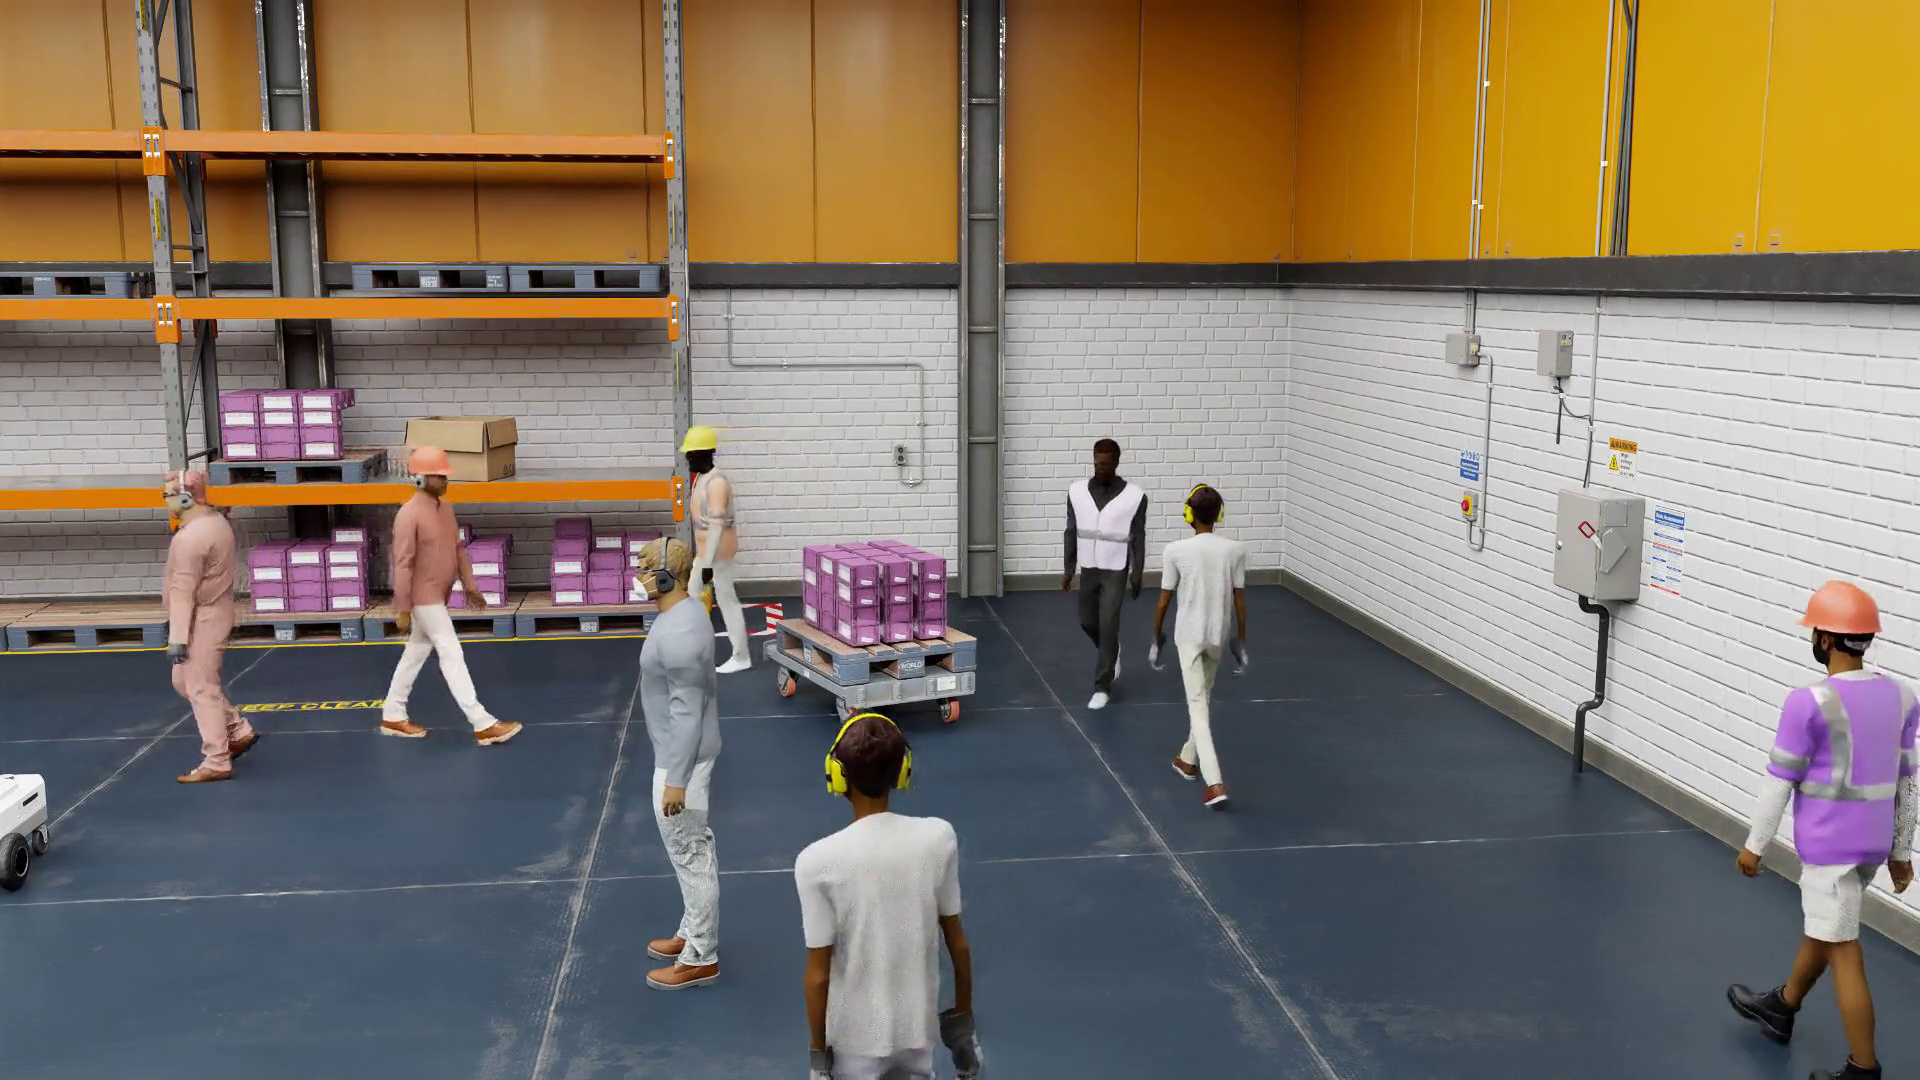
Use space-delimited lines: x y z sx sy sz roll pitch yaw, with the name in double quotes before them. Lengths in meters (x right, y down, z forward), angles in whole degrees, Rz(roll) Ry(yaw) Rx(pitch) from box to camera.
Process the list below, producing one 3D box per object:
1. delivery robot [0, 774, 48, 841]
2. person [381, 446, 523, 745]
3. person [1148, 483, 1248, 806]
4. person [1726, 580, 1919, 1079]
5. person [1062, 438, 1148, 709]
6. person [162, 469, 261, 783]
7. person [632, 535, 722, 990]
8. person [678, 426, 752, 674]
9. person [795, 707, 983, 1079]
"delivery robot" -4.899 1.377 8.361 0.477 0.478 0.707 -1 9 -7
"person" -3.351 0.357 10.709 1.030 1.940 0.609 1 9 4
"person" 1.388 0.590 9.643 0.548 1.832 0.962 -2 9 -12
"person" 3.180 1.091 6.237 0.551 1.896 0.930 -4 10 -22
"person" 1.056 0.202 11.867 0.596 1.895 0.812 4 10 25
"person" -4.527 0.514 9.879 0.434 1.885 0.645 -3 9 -16
"person" -1.194 0.937 7.087 0.354 1.937 0.635 -1 9 -7
"person" -1.950 0.091 12.496 0.821 1.892 0.612 -4 10 -23
"person" -0.162 1.394 4.567 0.519 1.845 0.779 -5 10 -27
